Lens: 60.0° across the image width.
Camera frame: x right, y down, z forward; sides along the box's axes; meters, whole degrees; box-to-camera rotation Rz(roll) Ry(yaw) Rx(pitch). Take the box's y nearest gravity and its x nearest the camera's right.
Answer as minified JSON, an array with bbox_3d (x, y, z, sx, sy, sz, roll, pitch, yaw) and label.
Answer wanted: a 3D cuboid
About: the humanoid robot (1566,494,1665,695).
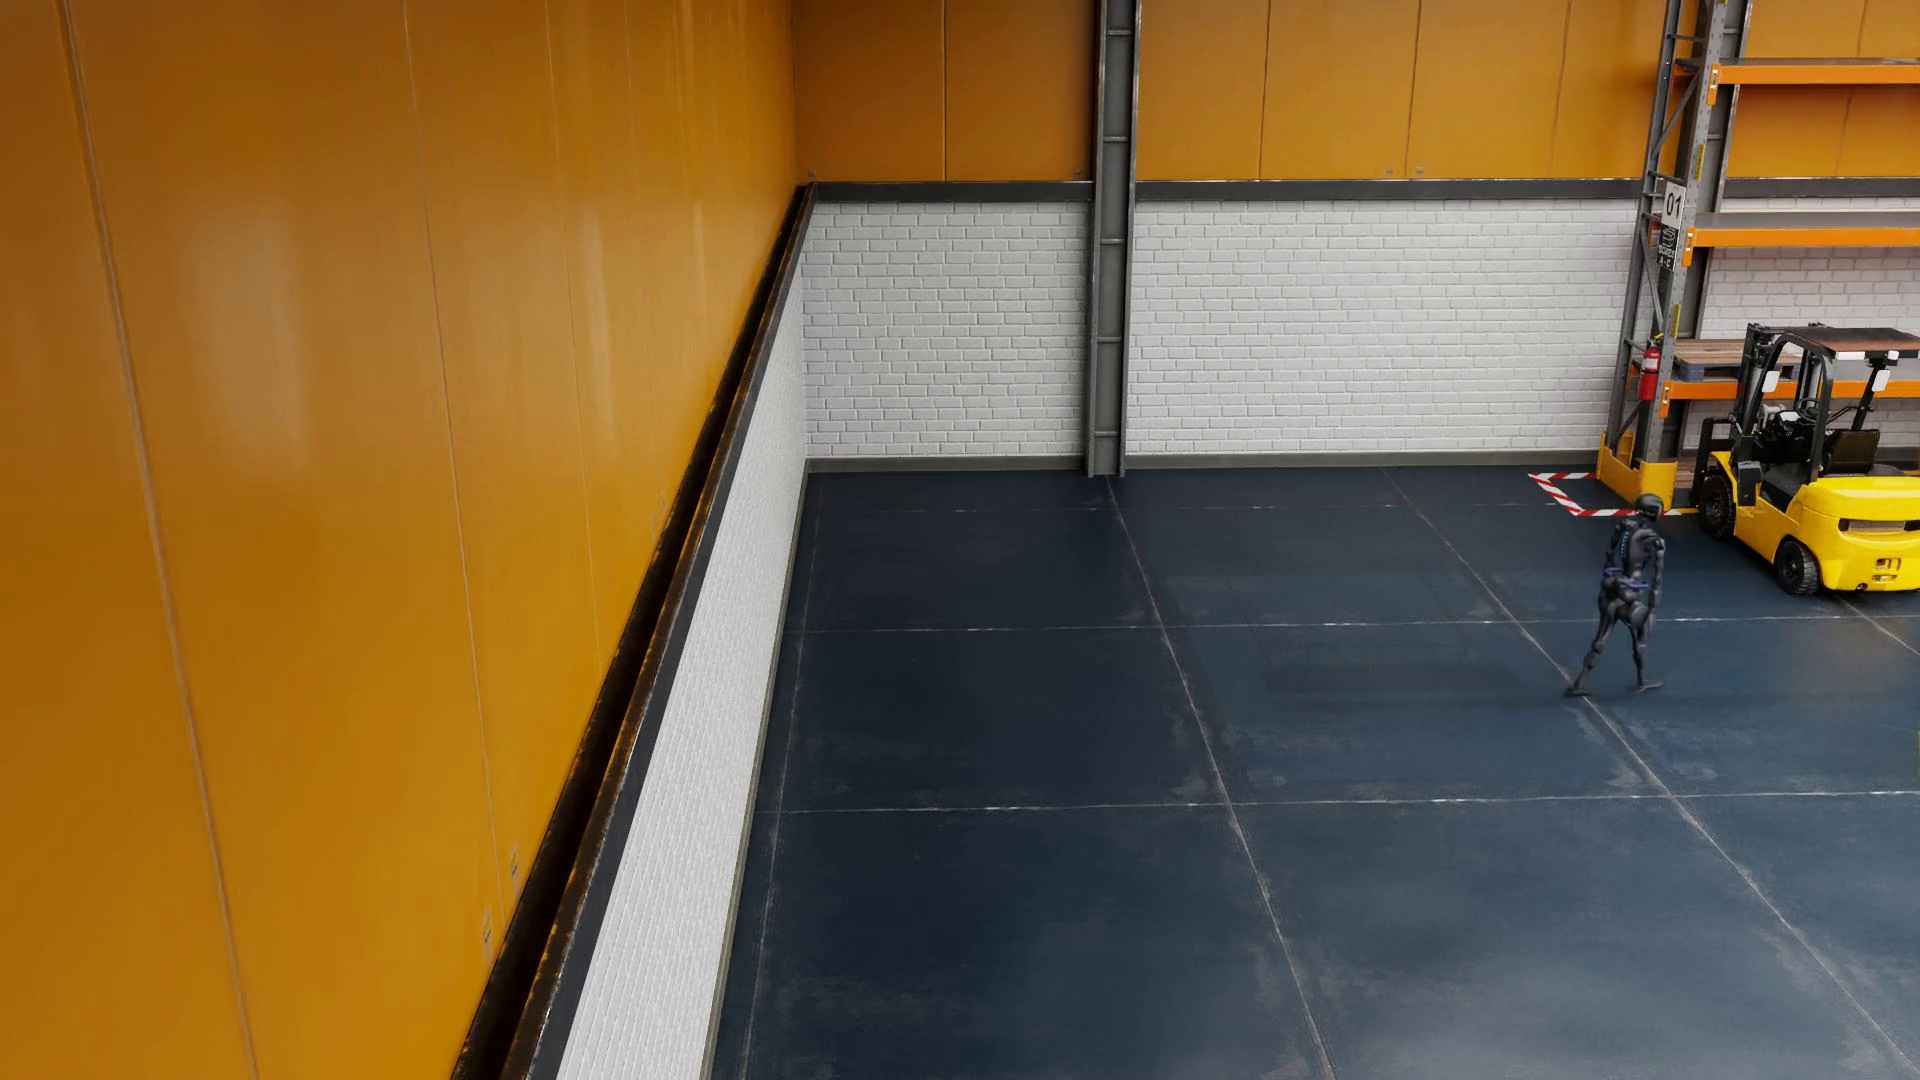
[{"bbox_3d":[5.001,0.414,12.485,0.793,1.628,0.610,-7,21,-19],"label":"humanoid robot"}]

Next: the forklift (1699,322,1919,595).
[{"bbox_3d":[7.809,-0.792,14.926,1.214,2.155,2.313,-1,20,-2],"label":"forklift"}]
